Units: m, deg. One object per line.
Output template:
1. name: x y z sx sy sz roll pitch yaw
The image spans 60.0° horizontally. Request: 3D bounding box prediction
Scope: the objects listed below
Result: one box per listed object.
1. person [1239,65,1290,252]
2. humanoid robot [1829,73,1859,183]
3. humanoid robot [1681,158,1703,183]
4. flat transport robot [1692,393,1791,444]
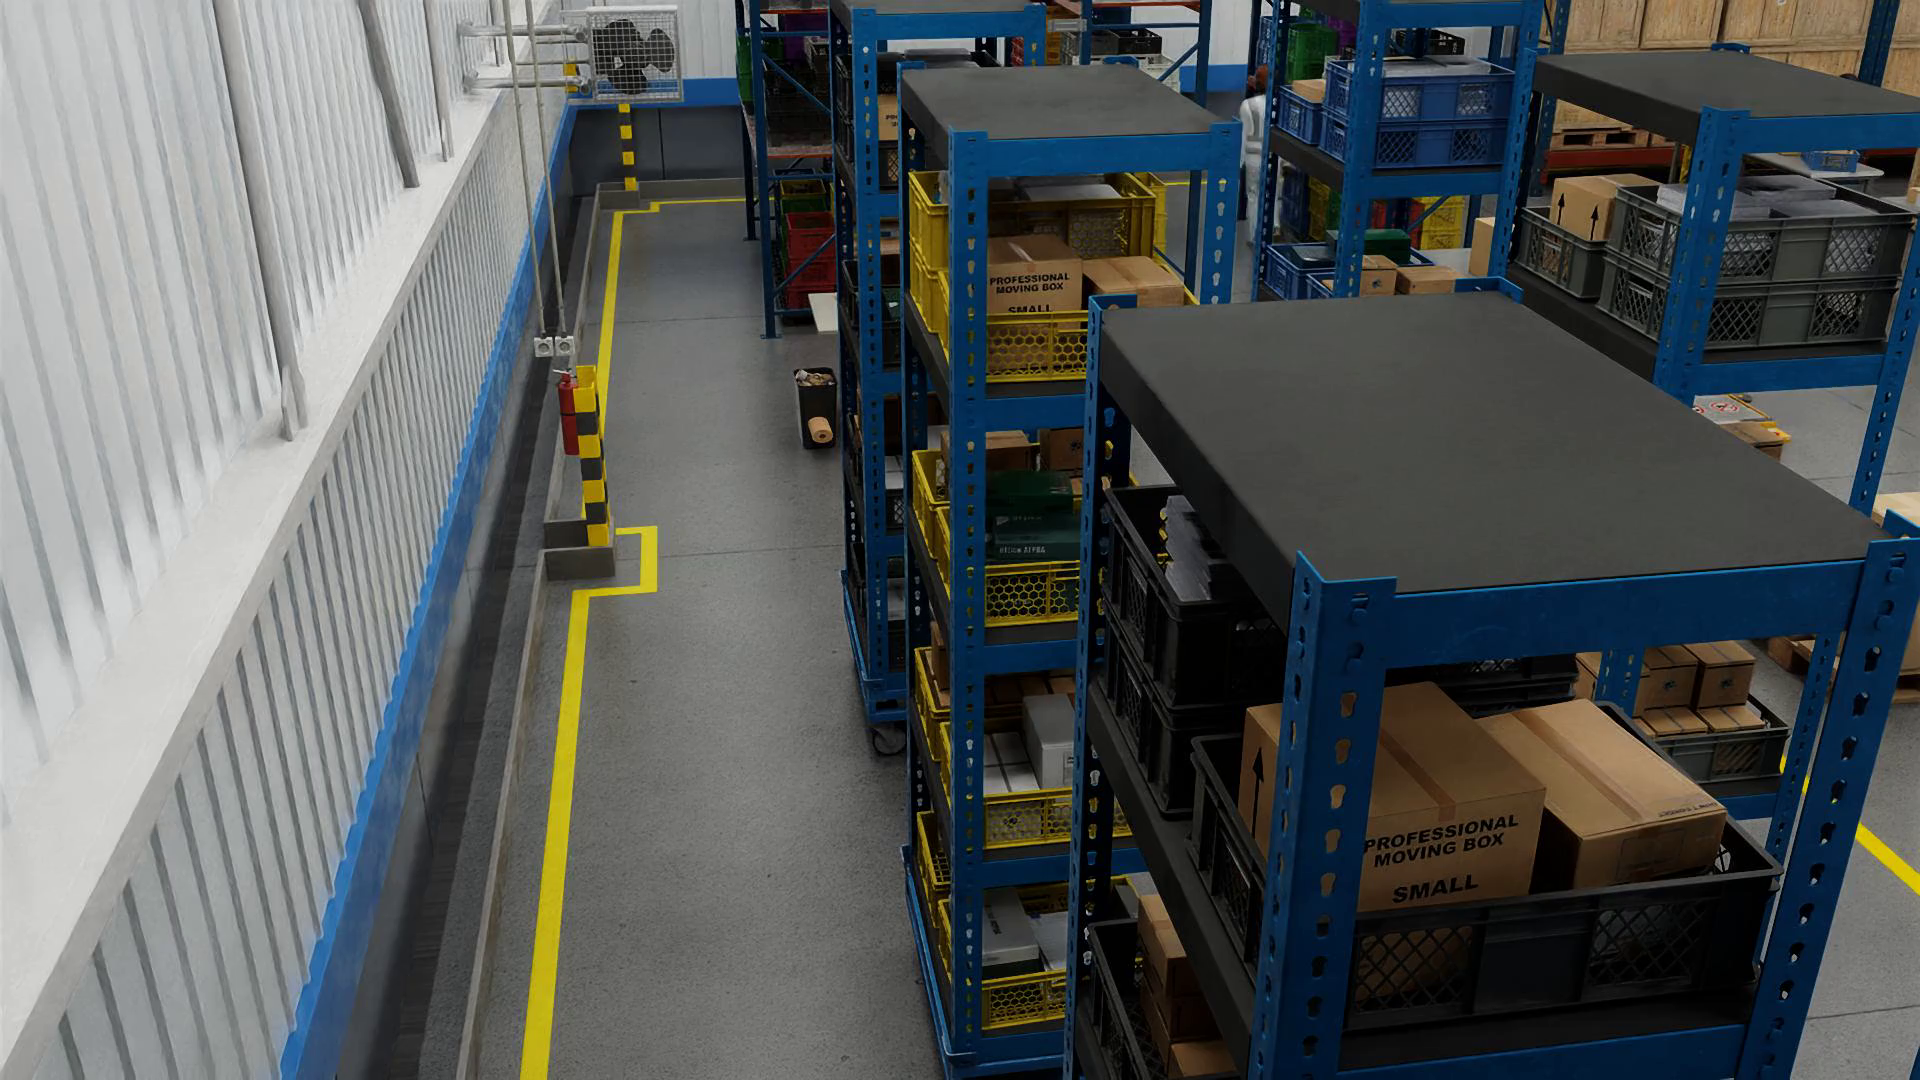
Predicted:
1. person: 3.026 -3.787 16.616 0.568 1.868 0.464 -6 25 -13
2. humanoid robot: 9.076 -4.003 17.298 0.594 1.657 0.325 -15 29 -29
3. humanoid robot: 7.368 -3.660 16.554 0.315 1.657 0.609 5 25 10
4. flat transport robot: 5.224 -0.859 12.132 1.431 0.197 0.652 -4 25 -8
